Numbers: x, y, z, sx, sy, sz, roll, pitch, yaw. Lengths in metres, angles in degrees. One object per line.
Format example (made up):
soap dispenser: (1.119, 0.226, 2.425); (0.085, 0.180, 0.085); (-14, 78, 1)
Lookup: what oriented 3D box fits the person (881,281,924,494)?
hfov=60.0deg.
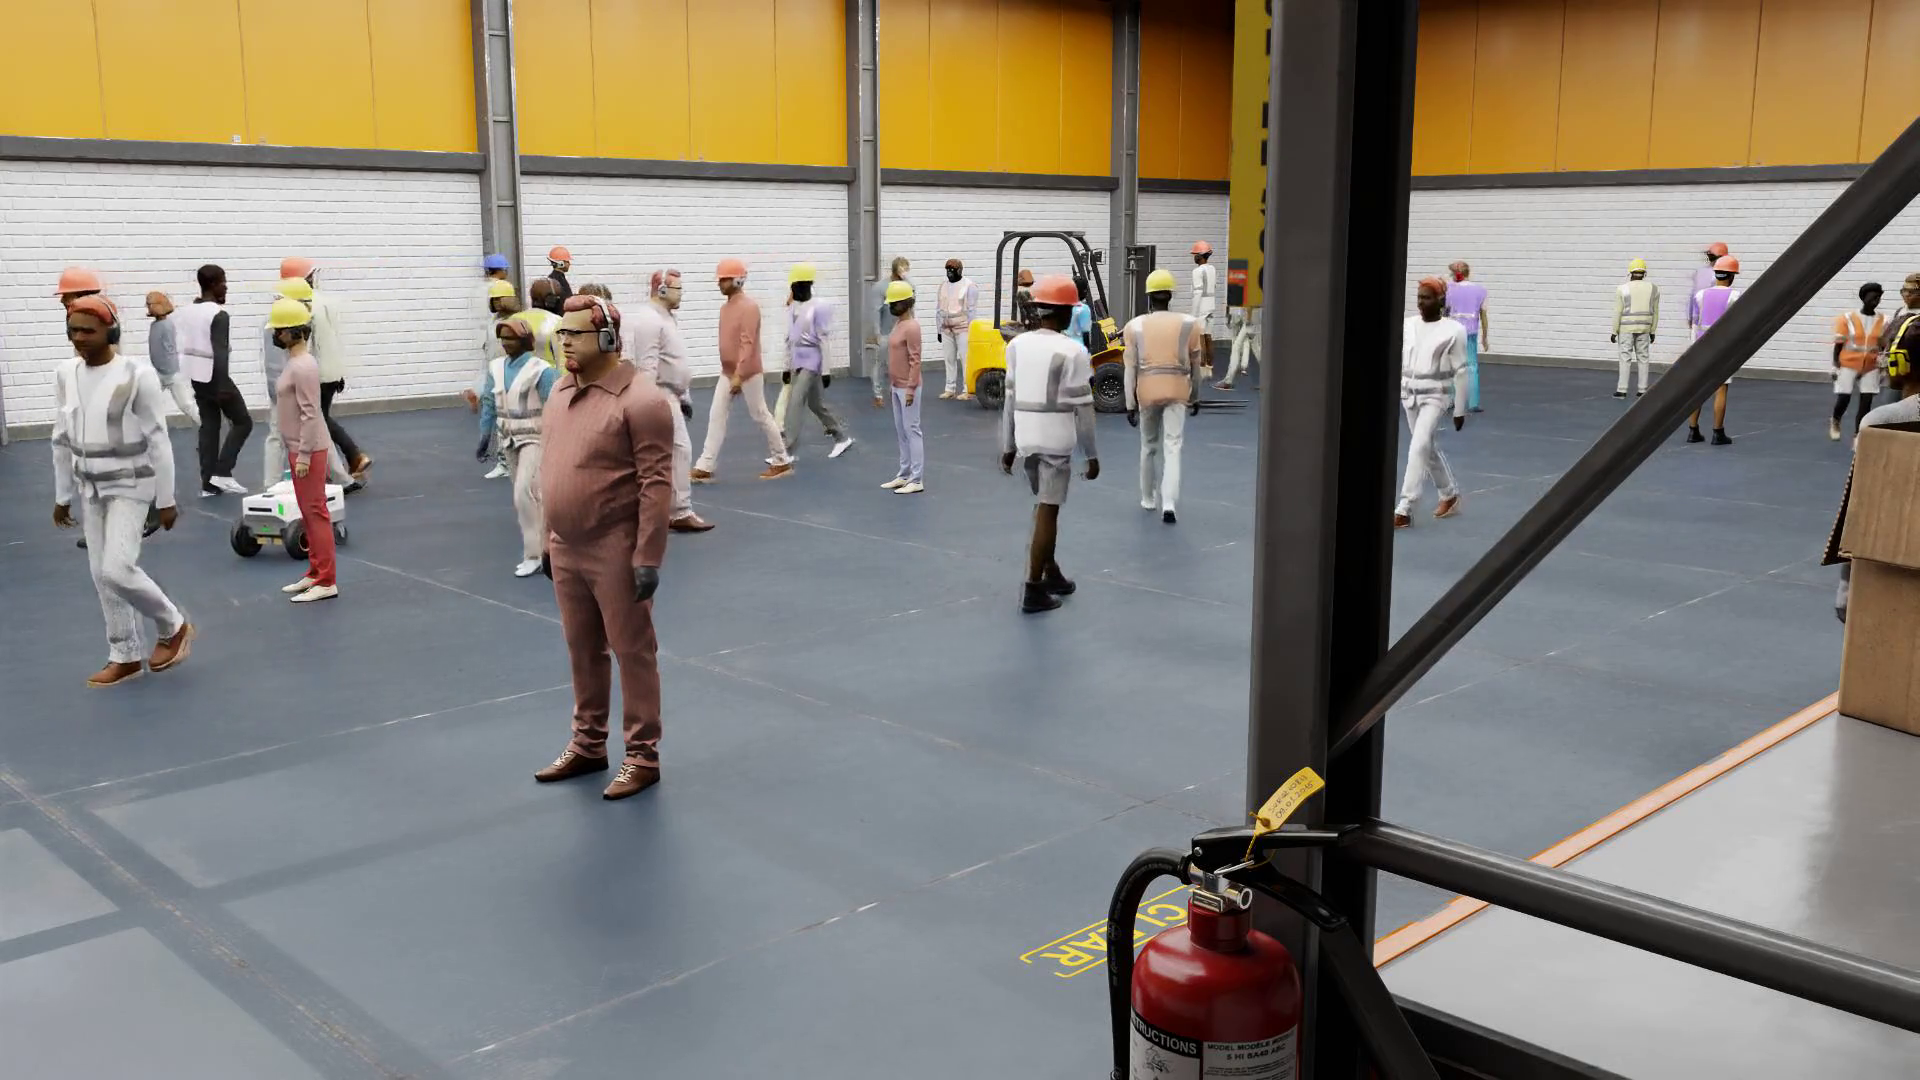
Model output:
person: (-0.478, -1.265, 13.812); (0.320, 1.762, 0.522); (-4, 11, -20)

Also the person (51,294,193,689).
person: (-3.967, -0.219, 7.822); (0.582, 1.865, 0.439); (4, 11, 23)

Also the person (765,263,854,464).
person: (-1.416, -1.678, 15.736); (0.974, 1.884, 0.603); (-7, 12, -33)

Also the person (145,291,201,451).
person: (-7.740, -1.637, 16.295); (0.508, 1.597, 0.853); (10, 14, 44)

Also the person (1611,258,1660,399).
person: (8.778, -2.745, 21.678); (0.592, 1.832, 0.404); (0, 10, 0)

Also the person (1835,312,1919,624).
person: (3.399, 0.120, 5.996); (0.517, 1.860, 0.317); (-2, 11, -12)

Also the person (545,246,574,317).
person: (-4.927, -2.623, 20.570); (0.378, 1.995, 0.609); (-7, 13, -35)

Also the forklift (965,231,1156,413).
forklift: (1.222, -2.721, 20.561); (2.313, 2.155, 1.214); (2, 11, 13)

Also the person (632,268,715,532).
person: (-2.015, -1.003, 12.005); (0.658, 1.889, 0.680); (0, 10, 0)

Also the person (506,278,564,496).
person: (-3.021, -1.051, 12.500); (0.626, 1.810, 0.814); (9, 14, 42)

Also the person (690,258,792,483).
person: (-1.918, -1.456, 14.359); (1.030, 1.945, 0.607); (-9, 13, -39)

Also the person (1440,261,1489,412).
person: (6.036, -2.442, 20.057); (0.684, 1.817, 0.419); (-1, 10, -6)

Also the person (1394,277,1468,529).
person: (3.476, -1.022, 12.297); (0.989, 1.844, 0.570); (-7, 13, -35)

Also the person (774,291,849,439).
person: (-1.608, -1.852, 17.445); (0.825, 1.585, 0.523); (-5, 11, -24)

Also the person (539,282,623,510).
person: (-2.653, -0.894, 11.664); (0.638, 1.814, 0.822); (6, 12, 28)

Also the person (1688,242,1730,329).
person: (10.572, -3.138, 23.273); (0.572, 2.029, 0.648); (-4, 11, -20)

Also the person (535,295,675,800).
person: (-1.387, 0.028, 6.353); (0.639, 1.911, 0.406); (8, 13, 36)

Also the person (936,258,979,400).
person: (-0.056, -2.727, 21.598); (0.619, 1.836, 0.431); (7, 12, 33)

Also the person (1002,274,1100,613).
person: (0.572, -0.557, 9.530); (0.568, 1.908, 0.752); (10, 14, 42)

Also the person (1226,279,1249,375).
person: (4.352, -3.457, 25.628); (0.534, 1.819, 0.994); (2, 11, 10)

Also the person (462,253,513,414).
person: (-5.467, -2.383, 19.449); (0.736, 1.929, 0.619); (-6, 12, -29)

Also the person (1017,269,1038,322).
person: (0.966, -3.144, 24.399); (0.264, 1.632, 0.507); (9, 14, 41)

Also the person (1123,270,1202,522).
person: (1.525, -1.096, 12.574); (0.589, 1.882, 0.993); (1, 10, 7)

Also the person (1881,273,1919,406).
person: (8.479, -1.456, 14.732); (0.907, 1.816, 0.524); (-5, 11, -23)

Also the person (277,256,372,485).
person: (-5.313, -1.364, 13.782); (0.517, 1.965, 0.650); (1, 10, 7)

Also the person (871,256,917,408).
person: (-0.805, -2.520, 20.362); (0.650, 1.874, 1.076); (-4, 11, -22)

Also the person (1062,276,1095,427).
person: (1.260, -2.071, 18.378); (0.449, 1.686, 0.548); (-5, 12, -26)

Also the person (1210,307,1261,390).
person: (3.884, -2.953, 22.853); (0.936, 1.813, 0.657); (3, 11, 15)

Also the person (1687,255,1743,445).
person: (7.751, -1.936, 17.012); (0.382, 1.931, 0.540); (-10, 14, -43)

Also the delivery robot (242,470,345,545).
delivery robot: (-4.478, -0.230, 11.195); (0.477, 0.478, 0.707); (3, 11, 15)

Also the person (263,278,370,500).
person: (-5.197, -1.177, 13.223); (0.615, 1.786, 0.894); (8, 13, 36)

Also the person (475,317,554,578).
person: (-2.798, -0.579, 10.466); (0.536, 1.620, 0.605); (7, 12, 32)

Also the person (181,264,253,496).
person: (-6.101, -1.297, 13.623); (0.592, 1.900, 0.464); (7, 13, 35)

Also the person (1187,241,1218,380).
person: (3.569, -3.390, 24.621); (0.383, 2.045, 0.605); (7, 13, 35)

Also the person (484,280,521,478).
person: (-3.959, -1.390, 14.538); (0.488, 1.744, 0.295); (5, 11, 24)

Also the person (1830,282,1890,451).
person: (8.887, -1.717, 16.467); (0.546, 1.678, 0.503); (2, 11, 13)

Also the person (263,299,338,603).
person: (-3.861, -0.522, 9.743); (0.311, 1.768, 0.524); (-6, 12, -28)

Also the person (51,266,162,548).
person: (-5.824, -0.897, 11.350); (0.536, 1.922, 0.574); (-8, 13, -36)
